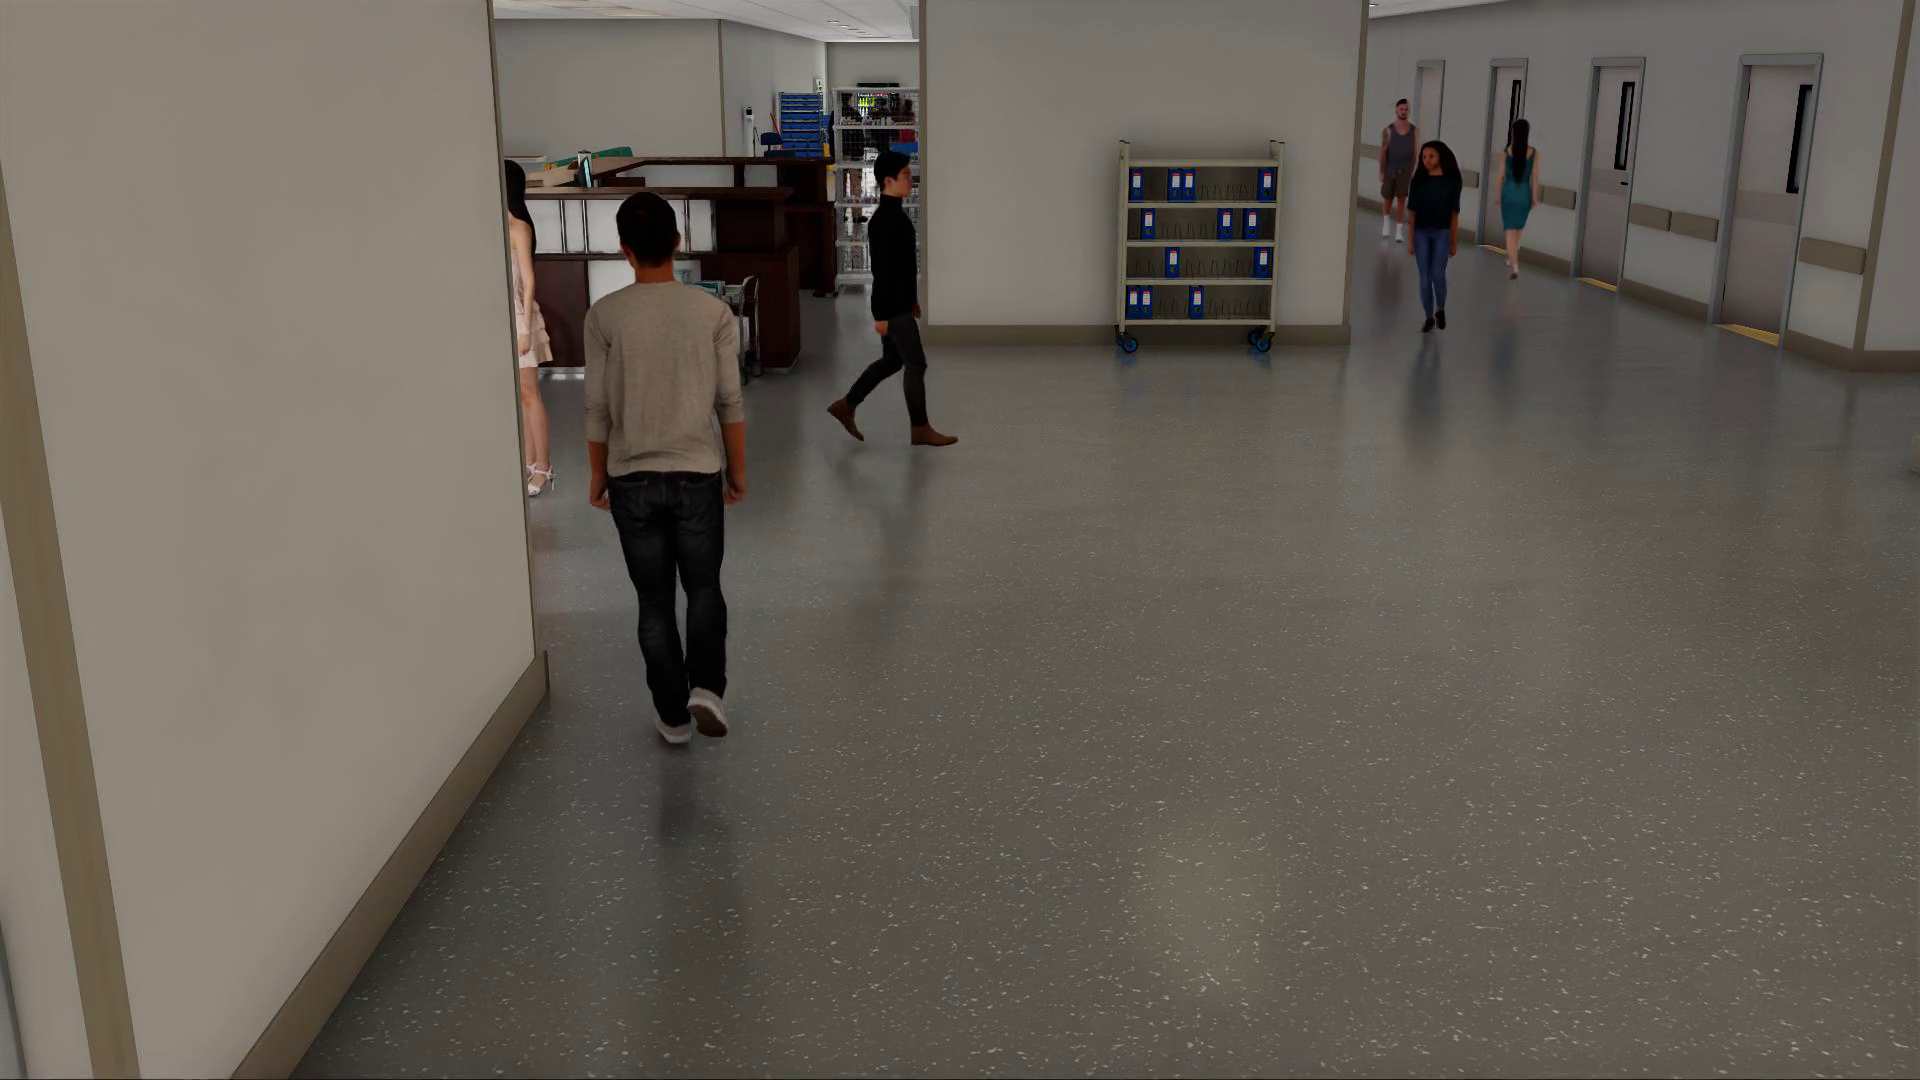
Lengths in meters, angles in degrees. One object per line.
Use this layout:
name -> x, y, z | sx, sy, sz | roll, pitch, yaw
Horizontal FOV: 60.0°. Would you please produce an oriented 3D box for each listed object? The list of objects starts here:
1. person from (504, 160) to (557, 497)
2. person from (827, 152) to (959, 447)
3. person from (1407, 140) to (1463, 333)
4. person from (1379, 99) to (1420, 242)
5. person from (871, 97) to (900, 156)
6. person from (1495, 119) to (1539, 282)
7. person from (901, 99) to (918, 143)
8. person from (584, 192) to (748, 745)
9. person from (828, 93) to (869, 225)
person -> -2.290, -1.093, 8.645 | 0.686, 1.734, 0.662 | -10, 18, -31
person -> -0.445, -1.391, 9.749 | 1.033, 1.710, 0.683 | 1, 16, 3
person -> 4.003, -2.558, 14.096 | 0.675, 1.597, 0.752 | 6, 17, 21
person -> 5.747, -4.837, 21.860 | 1.167, 1.811, 0.844 | 3, 16, 10
person -> -1.505, -7.945, 33.093 | 0.713, 1.657, 0.810 | 2, 16, 6
person -> 5.855, -3.540, 17.479 | 0.914, 1.652, 0.641 | 1, 16, 5
person -> -1.217, -9.460, 38.682 | 0.806, 1.539, 0.723 | 4, 16, 13
person -> -0.918, -0.166, 5.252 | 0.795, 1.792, 0.820 | -4, 16, -13
person -> -1.654, -5.630, 24.391 | 0.664, 1.923, 0.827 | 5, 17, 18
